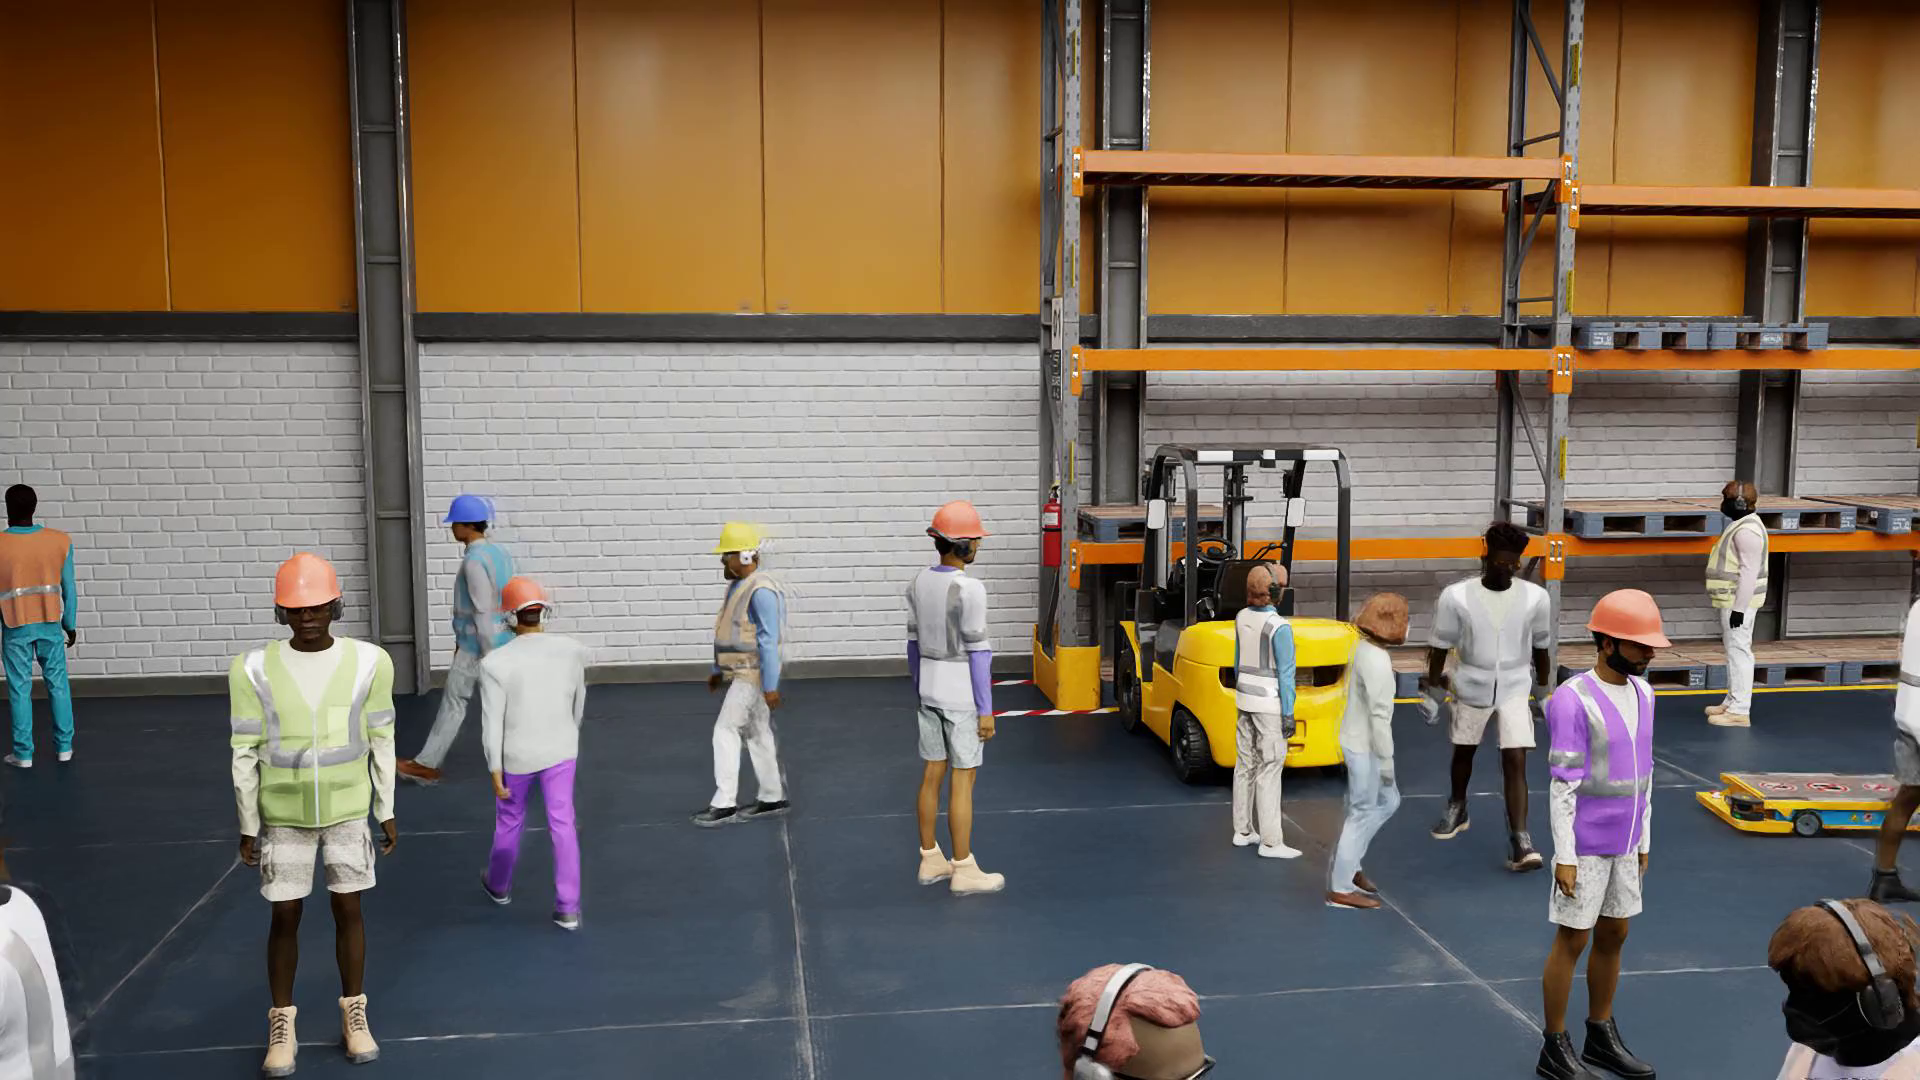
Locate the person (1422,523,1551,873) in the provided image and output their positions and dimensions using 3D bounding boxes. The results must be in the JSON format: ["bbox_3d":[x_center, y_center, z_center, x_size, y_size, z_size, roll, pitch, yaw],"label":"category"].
[{"bbox_3d":[2.916,0.834,9.188,0.698,1.887,1.072,1,7,10],"label":"person"}]

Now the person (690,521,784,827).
[{"bbox_3d":[-1.369,0.793,9.877,0.721,1.808,0.600,-2,7,-19],"label":"person"}]

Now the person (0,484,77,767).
[{"bbox_3d":[-6.302,0.578,11.276,0.589,1.922,0.393,-6,9,-43],"label":"person"}]

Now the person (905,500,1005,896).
[{"bbox_3d":[-0.025,0.814,8.676,0.383,2.045,0.605,-5,8,-38],"label":"person"}]

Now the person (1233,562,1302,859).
[{"bbox_3d":[1.696,0.945,9.269,0.309,1.645,0.515,-3,7,-24],"label":"person"}]

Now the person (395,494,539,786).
[{"bbox_3d":[-3.167,0.649,10.781,1.008,1.893,0.612,0,7,0],"label":"person"}]

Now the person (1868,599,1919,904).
[{"bbox_3d":[4.883,0.932,8.269,0.580,1.918,0.554,1,7,5],"label":"person"}]

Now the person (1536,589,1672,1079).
[{"bbox_3d":[2.471,1.139,6.342,0.546,1.929,0.390,-4,8,-32],"label":"person"}]

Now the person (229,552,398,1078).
[{"bbox_3d":[-2.515,1.060,6.522,0.609,2.044,0.394,-3,7,-23],"label":"person"}]

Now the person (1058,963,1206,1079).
[{"bbox_3d":[0.227,1.583,2.639,0.661,1.895,0.405,-6,9,-43],"label":"person"}]

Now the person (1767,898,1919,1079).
[{"bbox_3d":[1.746,1.568,3.093,0.525,1.816,0.668,1,7,5],"label":"person"}]

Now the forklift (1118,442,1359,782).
[{"bbox_3d":[1.912,0.418,11.496,1.214,2.155,2.313,-1,7,-8],"label":"forklift"}]

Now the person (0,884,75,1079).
[{"bbox_3d":[-2.314,1.443,3.777,1.020,1.900,0.611,-4,8,-30],"label":"person"}]

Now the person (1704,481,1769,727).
[{"bbox_3d":[5.835,0.475,12.524,0.429,1.842,0.637,3,7,22],"label":"person"}]

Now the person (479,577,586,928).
[{"bbox_3d":[-2.127,1.027,8.277,0.573,1.702,0.874,-4,8,-33],"label":"person"}]

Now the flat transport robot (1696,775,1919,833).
[{"bbox_3d":[5.219,1.557,9.864,1.431,0.197,0.652,0,7,3],"label":"flat transport robot"}]

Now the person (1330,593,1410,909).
[{"bbox_3d":[2.052,1.061,8.391,0.397,1.609,0.539,1,7,7],"label":"person"}]
